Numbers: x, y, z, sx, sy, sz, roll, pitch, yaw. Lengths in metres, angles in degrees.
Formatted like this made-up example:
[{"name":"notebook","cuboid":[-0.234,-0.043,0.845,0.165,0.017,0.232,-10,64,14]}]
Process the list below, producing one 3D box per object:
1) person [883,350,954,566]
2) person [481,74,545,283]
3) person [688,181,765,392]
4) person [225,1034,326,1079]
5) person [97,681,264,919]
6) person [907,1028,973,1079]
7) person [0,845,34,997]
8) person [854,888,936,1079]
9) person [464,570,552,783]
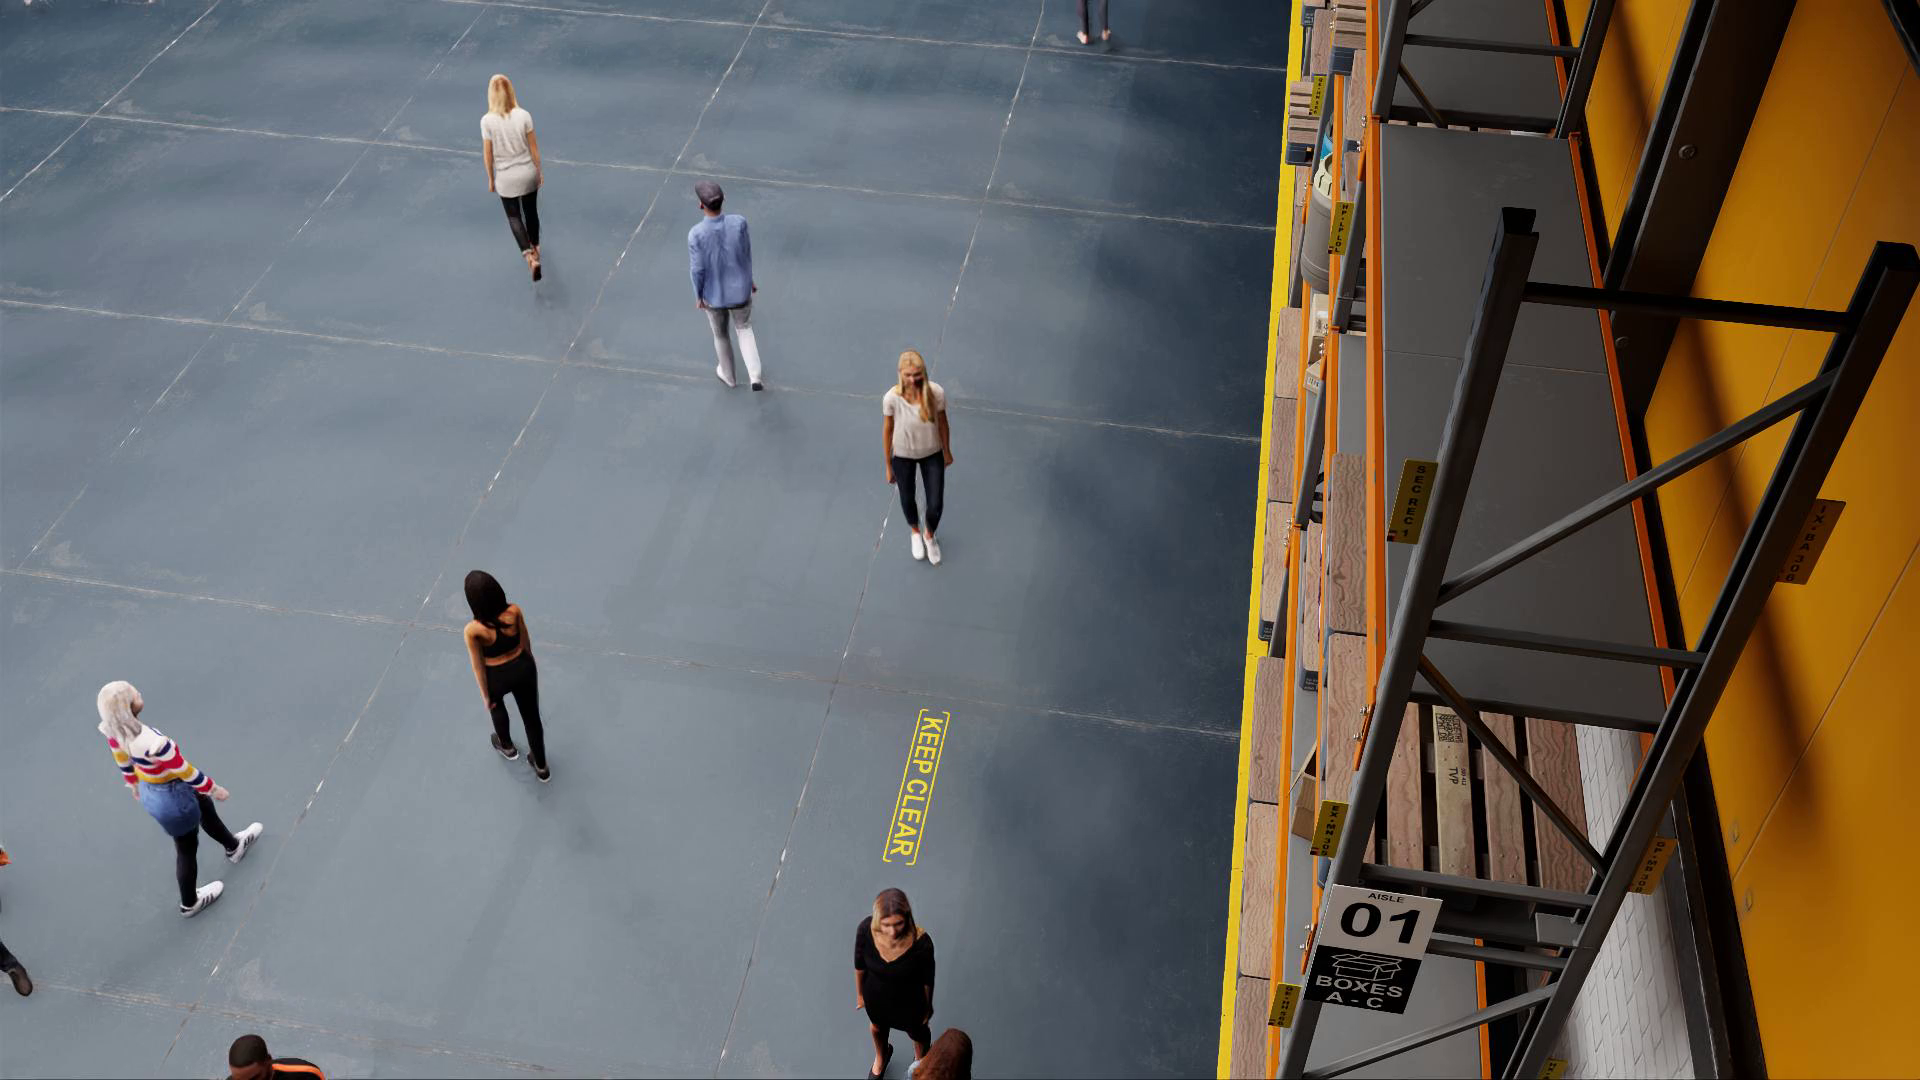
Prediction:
[{"name":"person","cuboid":[-0.311,-0.628,11.421,0.708,1.799,0.706,-5,44,-5]},{"name":"person","cuboid":[-3.679,-2.986,13.889,0.941,1.807,1.102,-16,46,-16]},{"name":"person","cuboid":[-1.751,-1.866,12.667,0.903,1.871,0.994,-16,46,-17]},{"name":"person","cuboid":[-3.114,2.798,7.831,0.908,1.790,1.121,-9,44,-9]},{"name":"person","cuboid":[-4.446,1.482,9.216,0.885,1.784,1.024,27,50,25]},{"name":"person","cuboid":[-0.136,2.877,7.984,0.698,1.465,0.727,17,46,17]},{"name":"person","cuboid":[-5.506,1.701,9.015,1.153,1.743,1.178,-29,51,-27]},{"name":"person","cuboid":[-0.318,2.303,8.433,0.575,1.676,0.490,12,45,12]},{"name":"person","cuboid":[-2.664,0.871,9.972,0.788,1.627,0.853,-24,48,-23]}]
